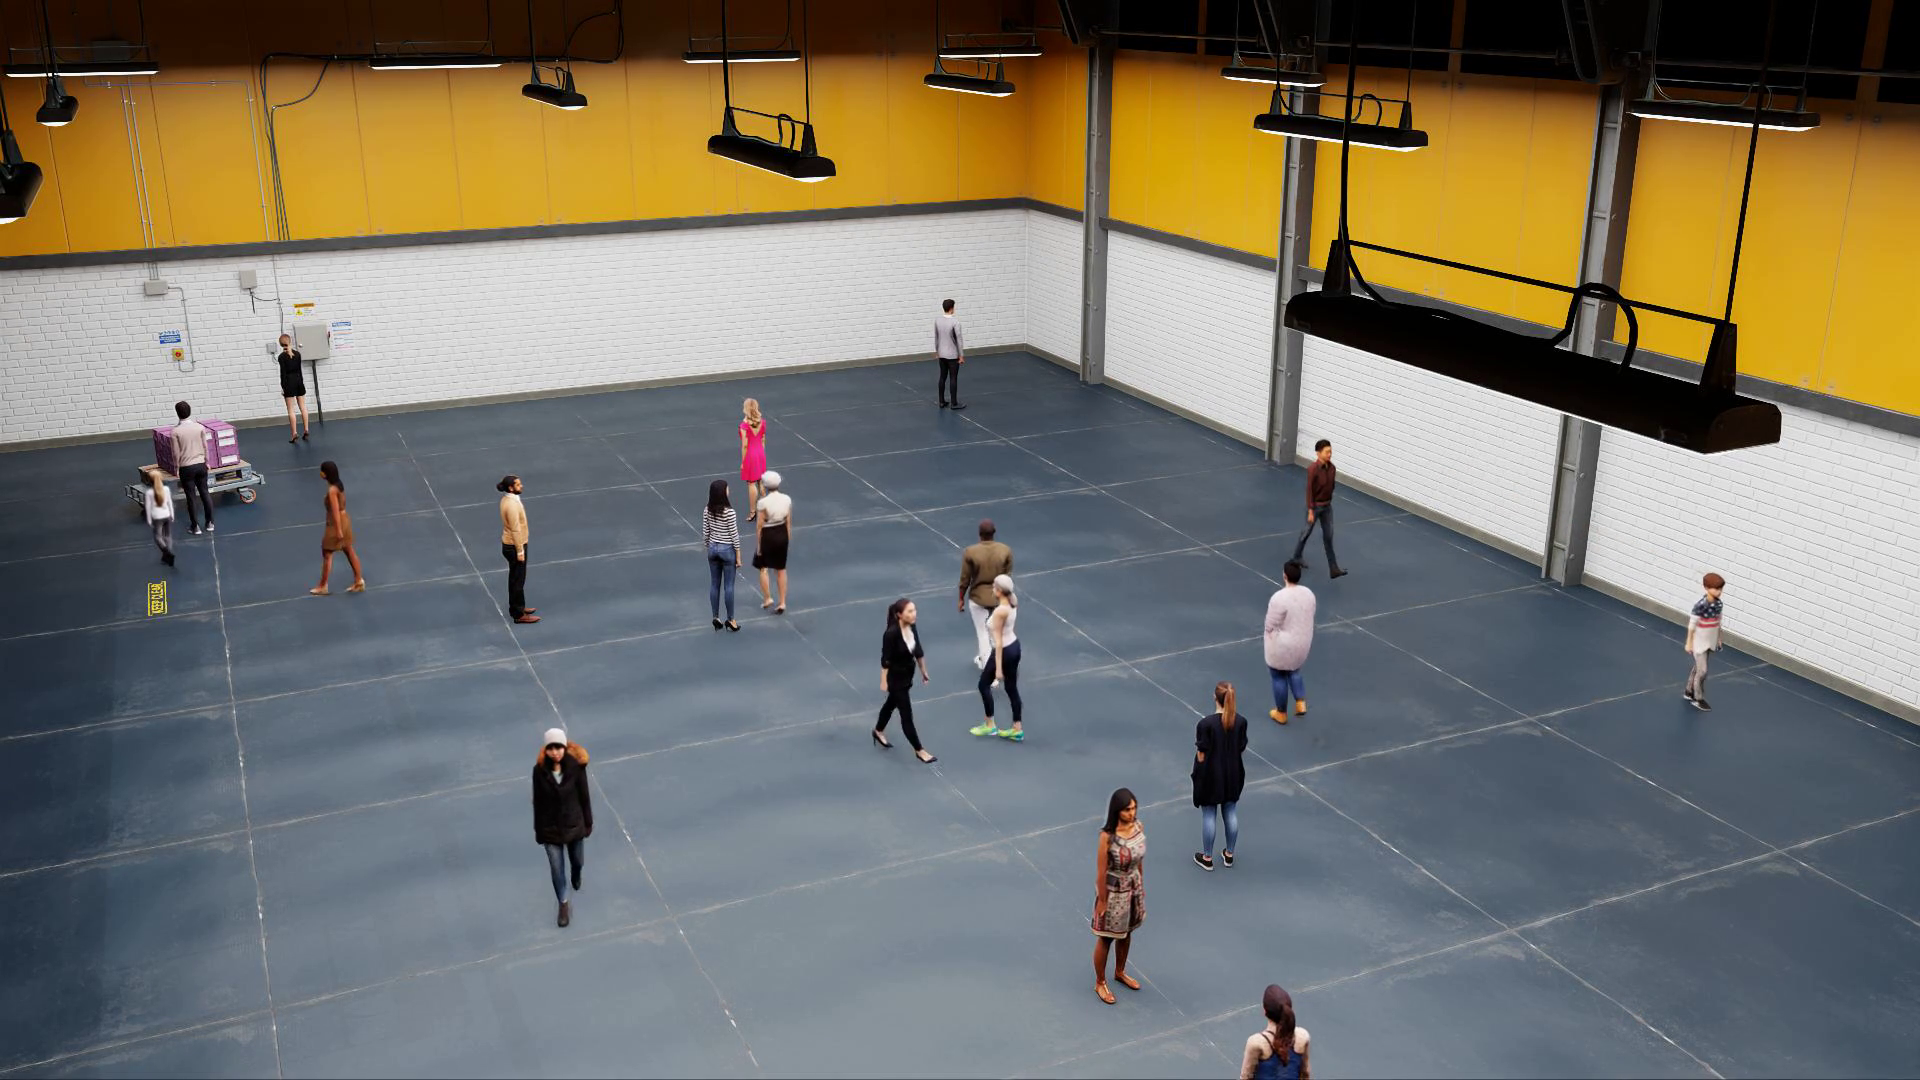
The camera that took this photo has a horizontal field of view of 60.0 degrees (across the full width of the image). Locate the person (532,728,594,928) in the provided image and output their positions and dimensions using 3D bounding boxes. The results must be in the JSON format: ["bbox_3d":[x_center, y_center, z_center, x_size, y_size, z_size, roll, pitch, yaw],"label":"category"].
[{"bbox_3d":[-3.150,2.219,13.186,0.738,1.621,0.908,-3,19,-10],"label":"person"}]

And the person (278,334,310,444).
[{"bbox_3d":[-10.773,-2.457,26.839,0.674,1.768,0.647,11,21,29],"label":"person"}]

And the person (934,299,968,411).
[{"bbox_3d":[-0.201,-3.236,28.914,0.749,1.922,0.899,14,23,35],"label":"person"}]

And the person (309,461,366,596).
[{"bbox_3d":[-7.428,-0.137,20.113,0.768,1.666,0.856,-4,19,-13],"label":"person"}]

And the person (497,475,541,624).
[{"bbox_3d":[-5.161,0.083,19.321,0.725,1.753,0.512,-7,20,-21],"label":"person"}]

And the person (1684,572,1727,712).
[{"bbox_3d":[7.604,0.999,17.107,0.525,1.431,0.635,-8,20,-24],"label":"person"}]

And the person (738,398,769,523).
[{"bbox_3d":[-2.832,-1.115,22.919,0.647,1.729,0.641,17,25,41],"label":"person"}]

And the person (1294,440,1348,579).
[{"bbox_3d":[4.409,-0.397,20.788,0.743,1.727,1.152,-11,21,-29],"label":"person"}]

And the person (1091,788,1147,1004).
[{"bbox_3d":[1.167,2.557,12.145,0.698,1.645,0.612,-14,23,-36],"label":"person"}]

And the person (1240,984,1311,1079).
[{"bbox_3d":[1.874,3.376,9.784,0.642,1.599,0.689,-4,19,-11],"label":"person"}]

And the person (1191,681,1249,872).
[{"bbox_3d":[2.171,1.957,13.865,0.670,1.684,0.621,-4,19,-13],"label":"person"}]

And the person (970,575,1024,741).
[{"bbox_3d":[0.518,1.171,16.196,0.909,1.687,0.844,9,20,24],"label":"person"}]

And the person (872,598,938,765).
[{"bbox_3d":[-0.644,1.323,15.867,1.161,1.609,0.984,12,22,31],"label":"person"}]

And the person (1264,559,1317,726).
[{"bbox_3d":[3.301,1.038,16.518,0.678,1.733,0.716,-7,20,-21],"label":"person"}]

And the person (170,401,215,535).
[{"bbox_3d":[-10.349,-0.987,22.413,0.671,1.809,0.694,17,25,41],"label":"person"}]

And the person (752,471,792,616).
[{"bbox_3d":[-2.135,0.072,19.378,0.718,1.738,0.701,-12,22,-31],"label":"person"}]

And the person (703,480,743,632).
[{"bbox_3d":[-2.716,0.178,18.974,0.638,1.795,0.727,9,21,25],"label":"person"}]

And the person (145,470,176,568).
[{"bbox_3d":[-10.121,-0.261,21.108,0.842,1.266,0.665,17,25,40],"label":"person"}]

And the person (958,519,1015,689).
[{"bbox_3d":[0.295,0.686,17.463,0.869,1.798,1.220,-5,19,-14],"label":"person"}]
